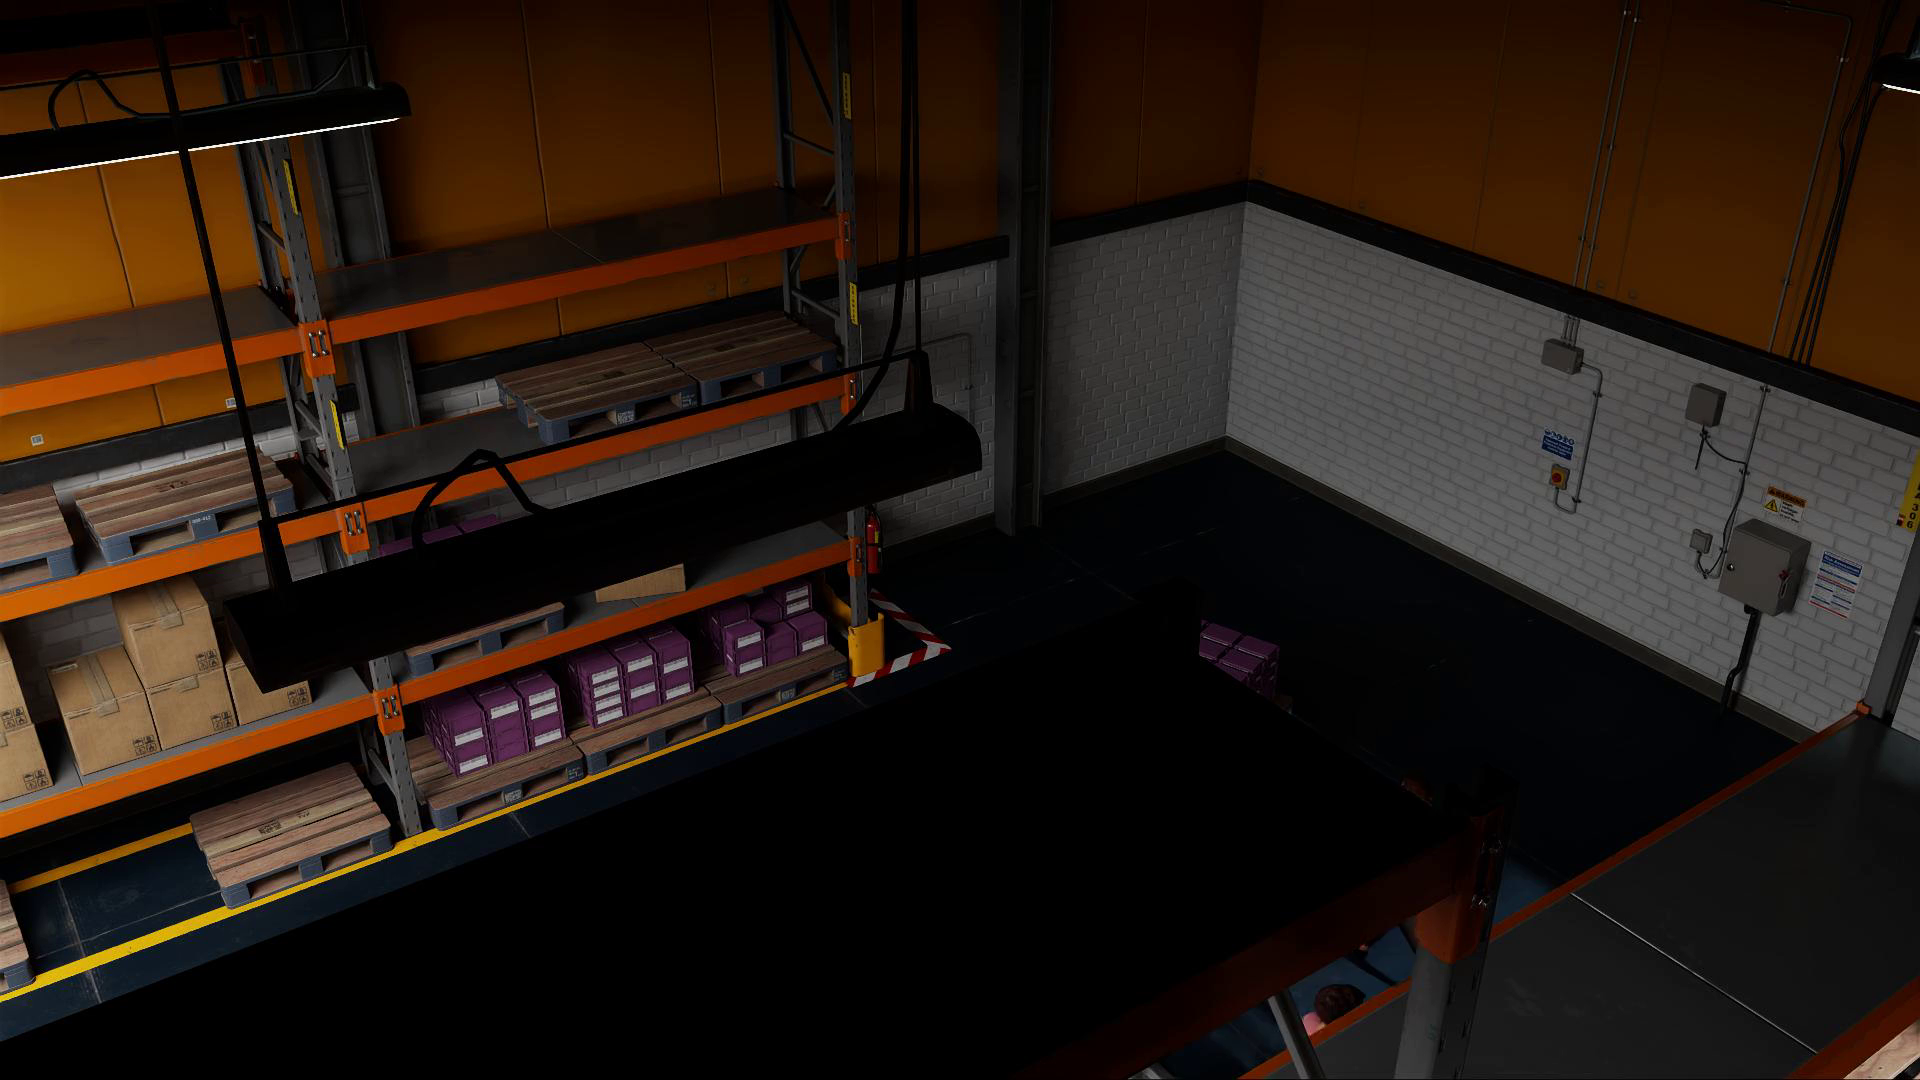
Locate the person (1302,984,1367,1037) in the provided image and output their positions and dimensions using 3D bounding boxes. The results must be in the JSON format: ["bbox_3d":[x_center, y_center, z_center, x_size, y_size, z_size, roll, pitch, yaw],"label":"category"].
[{"bbox_3d":[1.786,3.139,8.852,0.819,1.941,0.743,-8,30,-14],"label":"person"}]

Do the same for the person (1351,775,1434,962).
[{"bbox_3d":[2.951,2.300,10.676,0.872,1.667,1.146,23,36,35],"label":"person"}]
